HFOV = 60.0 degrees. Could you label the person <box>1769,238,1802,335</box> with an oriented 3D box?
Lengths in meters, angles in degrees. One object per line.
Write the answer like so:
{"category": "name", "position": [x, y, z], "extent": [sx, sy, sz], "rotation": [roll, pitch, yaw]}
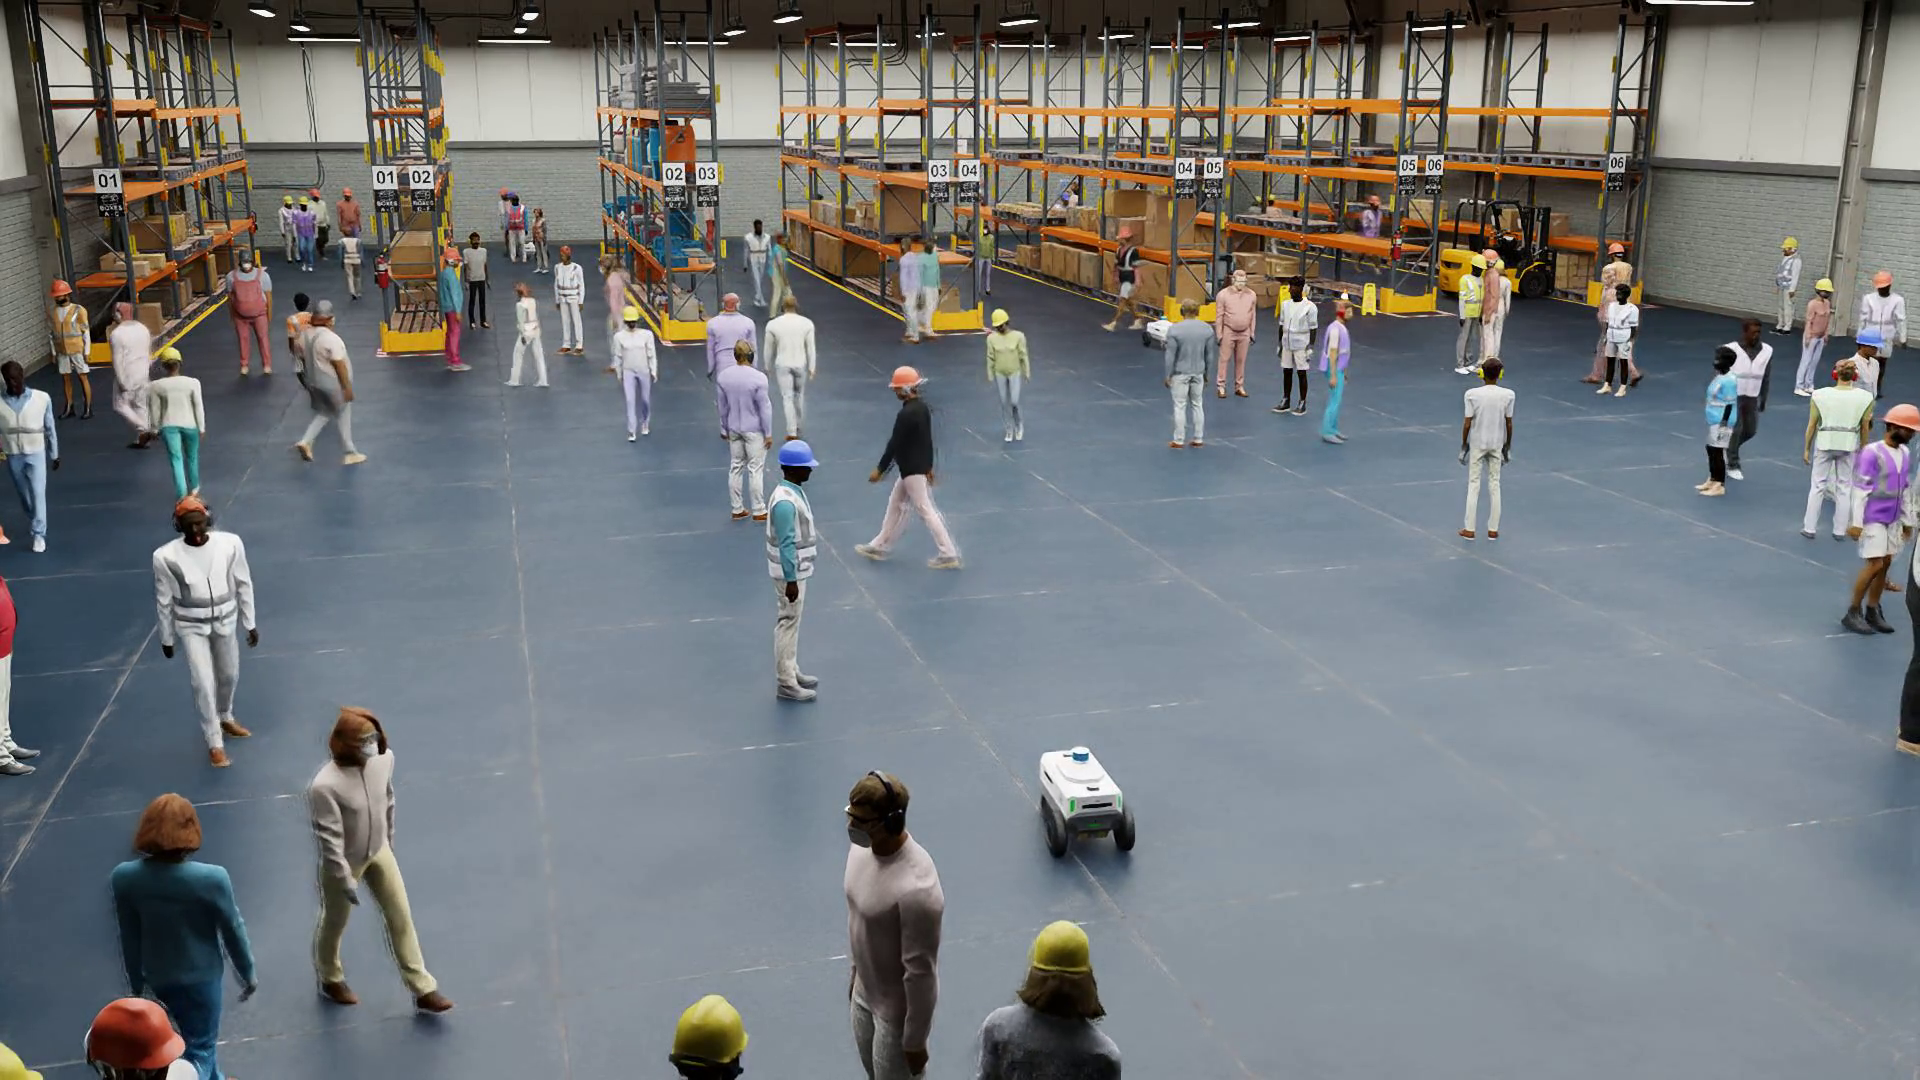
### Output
{"category": "person", "position": [15.560, -4.773, 31.313], "extent": [0.403, 1.822, 0.601], "rotation": [1, 15, 4]}

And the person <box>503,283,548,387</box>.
{"category": "person", "position": [-6.729, -3.148, 25.618], "extent": [0.769, 1.609, 0.535], "rotation": [5, 16, 19]}

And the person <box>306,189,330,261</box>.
{"category": "person", "position": [-17.571, -8.625, 45.550], "extent": [0.607, 1.955, 0.658], "rotation": [12, 19, 37]}

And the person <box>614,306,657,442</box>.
{"category": "person", "position": [-4.236, -2.196, 21.755], "extent": [0.542, 1.738, 0.725], "rotation": [-2, 15, -9]}

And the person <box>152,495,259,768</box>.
{"category": "person", "position": [-5.092, 0.566, 11.189], "extent": [0.594, 1.858, 0.698], "rotation": [-13, 19, -40]}

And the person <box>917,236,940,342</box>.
{"category": "person", "position": [-0.632, -4.639, 30.630], "extent": [0.741, 1.914, 0.656], "rotation": [10, 18, 32]}

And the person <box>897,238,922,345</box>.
{"category": "person", "position": [-0.941, -4.510, 30.206], "extent": [0.635, 1.899, 0.636], "rotation": [5, 16, 19]}

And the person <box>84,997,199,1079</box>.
{"category": "person", "position": [-2.480, 2.210, 5.169], "extent": [0.329, 1.751, 0.568], "rotation": [3, 15, 10]}

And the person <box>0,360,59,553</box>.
{"category": "person", "position": [-9.316, -0.875, 16.556], "extent": [0.603, 1.883, 0.947], "rotation": [-6, 16, -22]}

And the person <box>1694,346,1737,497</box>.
{"category": "person", "position": [8.482, -1.316, 18.596], "extent": [0.315, 1.698, 0.582], "rotation": [3, 15, 10]}

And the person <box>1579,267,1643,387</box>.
{"category": "person", "position": [10.132, -3.282, 25.658], "extent": [0.918, 1.857, 0.699], "rotation": [10, 18, 32]}

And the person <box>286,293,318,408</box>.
{"category": "person", "position": [-9.294, -2.684, 23.736], "extent": [0.533, 1.676, 0.578], "rotation": [-12, 19, -38]}

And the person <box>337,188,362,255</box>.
{"category": "person", "position": [-16.666, -8.609, 45.441], "extent": [0.614, 1.987, 0.407], "rotation": [-8, 17, -29]}

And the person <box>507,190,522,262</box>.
{"category": "person", "position": [-12.108, -8.536, 45.257], "extent": [0.439, 1.932, 0.610], "rotation": [3, 15, 12]}

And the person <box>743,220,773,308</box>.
{"category": "person", "position": [-4.299, -5.885, 35.439], "extent": [0.590, 1.856, 1.013], "rotation": [-10, 18, -33]}

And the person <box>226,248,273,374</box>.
{"category": "person", "position": [-11.439, -3.691, 26.826], "extent": [0.681, 2.000, 0.535], "rotation": [-4, 15, -15]}

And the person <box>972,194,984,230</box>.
{"category": "person", "position": [0.586, -9.703, 50.243], "extent": [0.511, 1.612, 0.555], "rotation": [13, 20, 40]}

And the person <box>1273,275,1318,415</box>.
{"category": "person", "position": [4.715, -2.738, 23.383], "extent": [0.362, 1.963, 0.614], "rotation": [-13, 20, -41]}

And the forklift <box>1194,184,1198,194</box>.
{"category": "forklift", "position": [7.392, -11.333, 53.972], "extent": [1.873, 2.768, 1.129], "rotation": [-4, 15, -15]}

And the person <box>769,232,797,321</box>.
{"category": "person", "position": [-3.501, -5.244, 33.162], "extent": [0.756, 1.793, 0.651], "rotation": [3, 15, 12]}

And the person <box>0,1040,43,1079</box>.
{"category": "person", "position": [-2.709, 2.279, 4.769], "extent": [0.599, 1.828, 0.404], "rotation": [5, 16, 18]}

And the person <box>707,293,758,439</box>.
{"category": "person", "position": [-2.965, -2.270, 21.738], "extent": [0.651, 1.905, 0.403], "rotation": [-1, 15, -4]}

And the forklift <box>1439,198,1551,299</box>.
{"category": "forklift", "position": [11.913, -6.508, 37.130], "extent": [2.313, 2.155, 1.214], "rotation": [-4, 15, -15]}

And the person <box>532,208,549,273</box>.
{"category": "person", "position": [-10.721, -7.641, 42.452], "extent": [0.515, 1.645, 0.308], "rotation": [11, 18, 35]}

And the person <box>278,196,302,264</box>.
{"category": "person", "position": [-18.037, -8.347, 44.786], "extent": [0.403, 1.817, 0.596], "rotation": [8, 17, 27]}

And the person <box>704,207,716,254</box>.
{"category": "person", "position": [-7.132, -9.201, 47.657], "extent": [0.395, 1.990, 0.612], "rotation": [-4, 16, -16]}

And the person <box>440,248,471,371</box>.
{"category": "person", "position": [-8.286, -3.778, 27.242], "extent": [0.397, 1.992, 0.622], "rotation": [-9, 17, -30]}

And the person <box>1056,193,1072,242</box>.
{"category": "person", "position": [2.812, -8.350, 44.655], "extent": [0.619, 1.884, 1.033], "rotation": [-3, 15, -11]}

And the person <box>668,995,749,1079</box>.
{"category": "person", "position": [-0.745, 2.223, 5.103], "extent": [0.532, 1.765, 0.328], "rotation": [0, 15, 1]}

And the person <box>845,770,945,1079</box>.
{"category": "person", "position": [-0.266, 1.788, 6.432], "extent": [0.366, 1.933, 0.628], "rotation": [-7, 16, -23]}

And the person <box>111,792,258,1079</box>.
{"category": "person", "position": [-3.230, 1.816, 6.955], "extent": [0.508, 1.596, 0.770], "rotation": [1, 15, 5]}

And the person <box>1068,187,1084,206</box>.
{"category": "person", "position": [3.414, -9.455, 48.927], "extent": [0.624, 1.835, 0.431], "rotation": [13, 20, 41]}

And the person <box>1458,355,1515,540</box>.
{"category": "person", "position": [5.289, -0.923, 16.733], "extent": [0.513, 1.875, 0.328], "rotation": [1, 15, 5]}

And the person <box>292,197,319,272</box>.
{"category": "person", "position": [-16.800, -7.846, 42.709], "extent": [0.630, 1.905, 0.539], "rotation": [-7, 16, -24]}

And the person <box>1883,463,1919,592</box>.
{"category": "person", "position": [8.680, -0.375, 14.793], "extent": [0.924, 1.807, 0.556], "rotation": [6, 16, 22]}

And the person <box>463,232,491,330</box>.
{"category": "person", "position": [-9.320, -5.005, 32.110], "extent": [0.526, 1.865, 0.315], "rotation": [-12, 19, -39]}

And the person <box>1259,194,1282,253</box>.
{"category": "person", "position": [8.189, -8.171, 43.951], "extent": [0.618, 1.902, 0.616], "rotation": [1, 15, 4]}

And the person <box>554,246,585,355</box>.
{"category": "person", "position": [-6.774, -4.149, 28.854], "extent": [0.574, 1.881, 0.358], "rotation": [6, 16, 22]}
